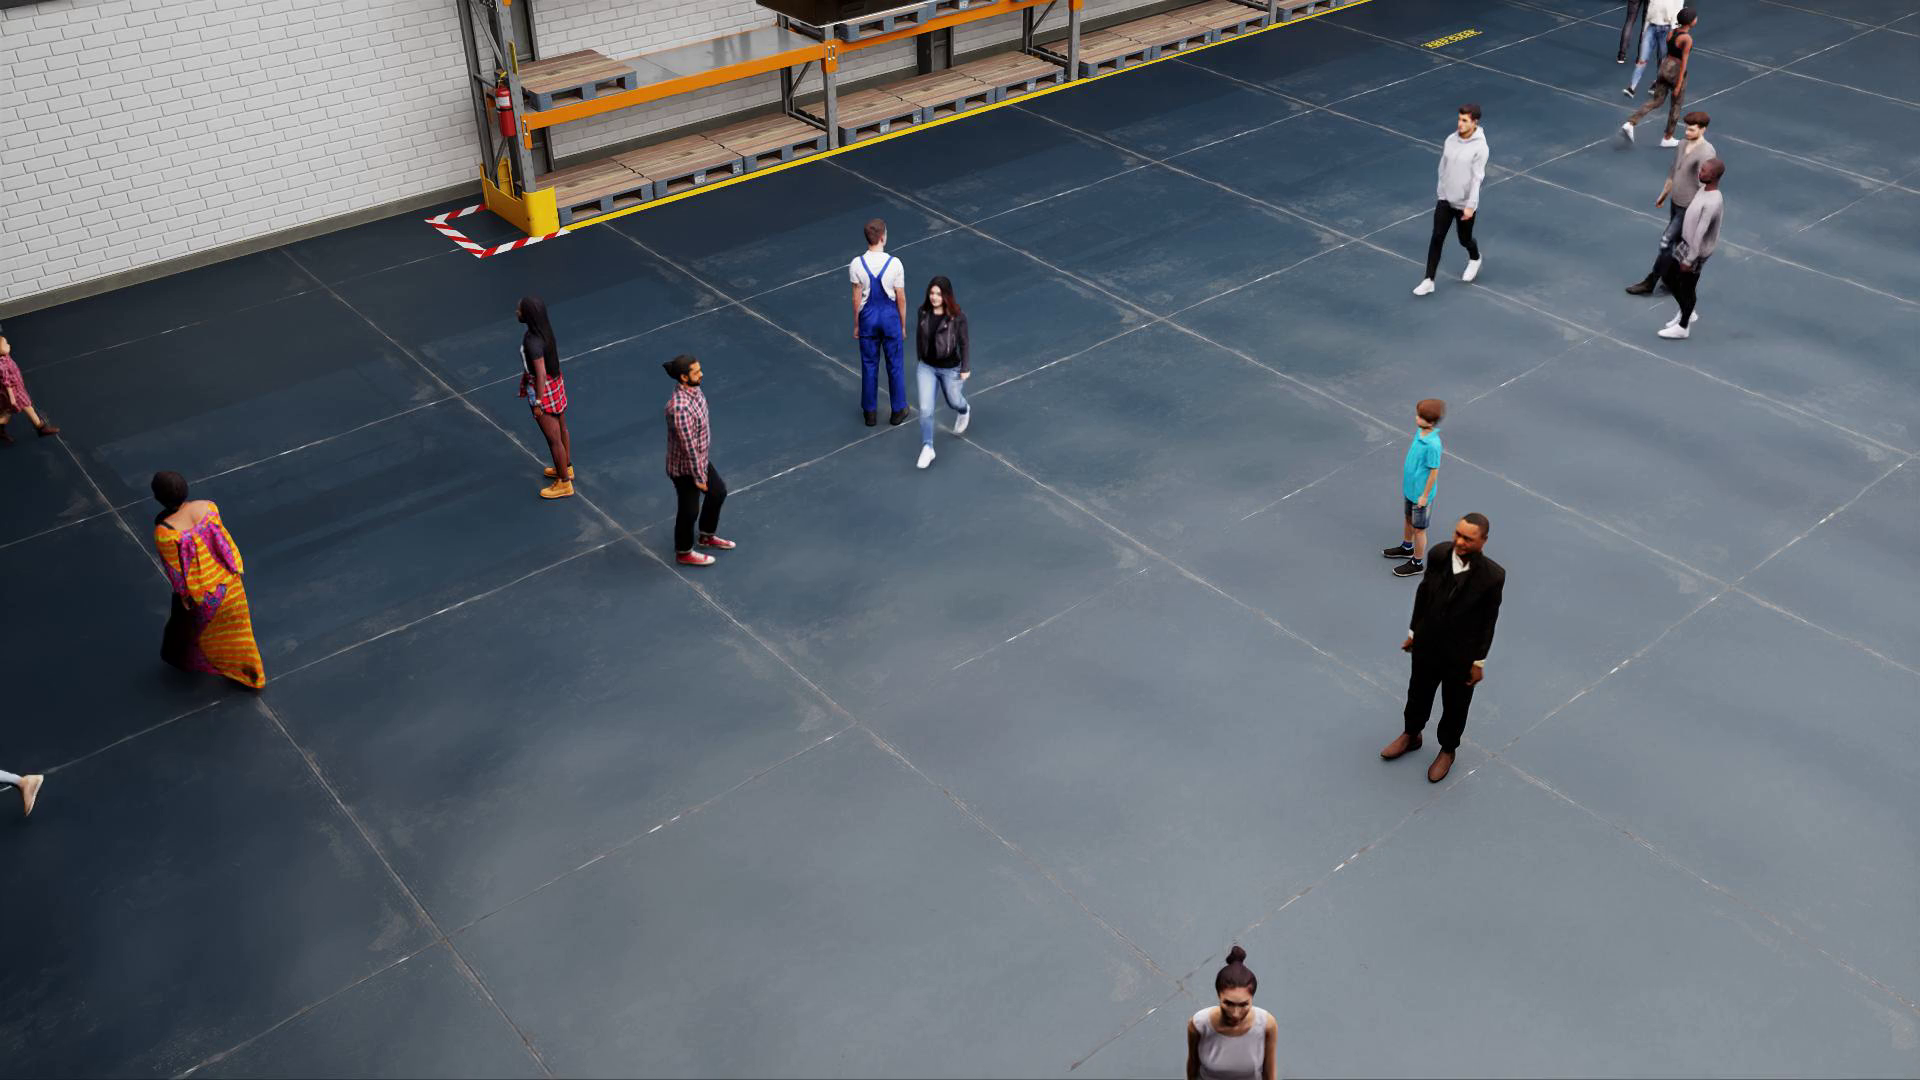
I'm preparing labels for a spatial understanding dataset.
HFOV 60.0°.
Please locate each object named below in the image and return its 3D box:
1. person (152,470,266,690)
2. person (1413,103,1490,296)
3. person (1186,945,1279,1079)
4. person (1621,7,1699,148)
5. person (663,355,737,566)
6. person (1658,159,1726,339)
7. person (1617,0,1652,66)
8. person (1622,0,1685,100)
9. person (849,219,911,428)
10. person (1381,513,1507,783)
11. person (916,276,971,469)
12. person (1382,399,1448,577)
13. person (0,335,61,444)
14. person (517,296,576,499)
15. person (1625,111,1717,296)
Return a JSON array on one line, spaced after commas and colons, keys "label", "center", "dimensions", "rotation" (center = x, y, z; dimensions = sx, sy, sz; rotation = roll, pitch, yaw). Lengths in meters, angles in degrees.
[{"label": "person", "center": [-5.046, 0.272, 11.155], "dimensions": [0.910, 1.648, 1.107], "rotation": [20, 38, 27]}, {"label": "person", "center": [4.974, -3.367, 16.402], "dimensions": [1.203, 1.900, 0.735], "rotation": [-29, 43, -36]}, {"label": "person", "center": [1.265, 2.543, 7.800], "dimensions": [0.963, 1.581, 0.975], "rotation": [-1, 34, -1]}, {"label": "person", "center": [8.371, -5.480, 19.783], "dimensions": [1.116, 1.677, 0.855], "rotation": [-9, 35, -13]}, {"label": "person", "center": [-2.075, -0.577, 12.338], "dimensions": [0.891, 1.752, 0.832], "rotation": [3, 34, 4]}, {"label": "person", "center": [6.950, -2.694, 15.516], "dimensions": [0.815, 1.761, 0.760], "rotation": [1, 34, 1]}, {"label": "person", "center": [9.251, -7.428, 22.457], "dimensions": [0.695, 1.961, 0.653], "rotation": [20, 39, 28]}, {"label": "person", "center": [9.029, -6.508, 21.359], "dimensions": [0.714, 1.645, 1.109], "rotation": [28, 42, 35]}, {"label": "person", "center": [-0.690, -1.842, 14.154], "dimensions": [0.720, 1.849, 0.780], "rotation": [3, 34, 4]}, {"label": "person", "center": [3.051, 0.639, 10.373], "dimensions": [0.720, 1.904, 0.638], "rotation": [28, 43, 35]}, {"label": "person", "center": [-0.124, -1.444, 13.776], "dimensions": [0.965, 1.604, 1.161], "rotation": [12, 35, 17]}, {"label": "person", "center": [3.427, -0.413, 12.366], "dimensions": [0.625, 1.449, 0.597], "rotation": [-3, 34, -5]}, {"label": "person", "center": [-8.075, -1.275, 14.056], "dimensions": [0.746, 1.014, 0.467], "rotation": [-21, 39, -28]}, {"label": "person", "center": [-3.289, -1.156, 13.232], "dimensions": [0.771, 1.728, 0.726], "rotation": [-1, 34, -2]}, {"label": "person", "center": [7.200, -3.285, 16.306], "dimensions": [1.120, 1.869, 1.034], "rotation": [-2, 34, -3]}]
